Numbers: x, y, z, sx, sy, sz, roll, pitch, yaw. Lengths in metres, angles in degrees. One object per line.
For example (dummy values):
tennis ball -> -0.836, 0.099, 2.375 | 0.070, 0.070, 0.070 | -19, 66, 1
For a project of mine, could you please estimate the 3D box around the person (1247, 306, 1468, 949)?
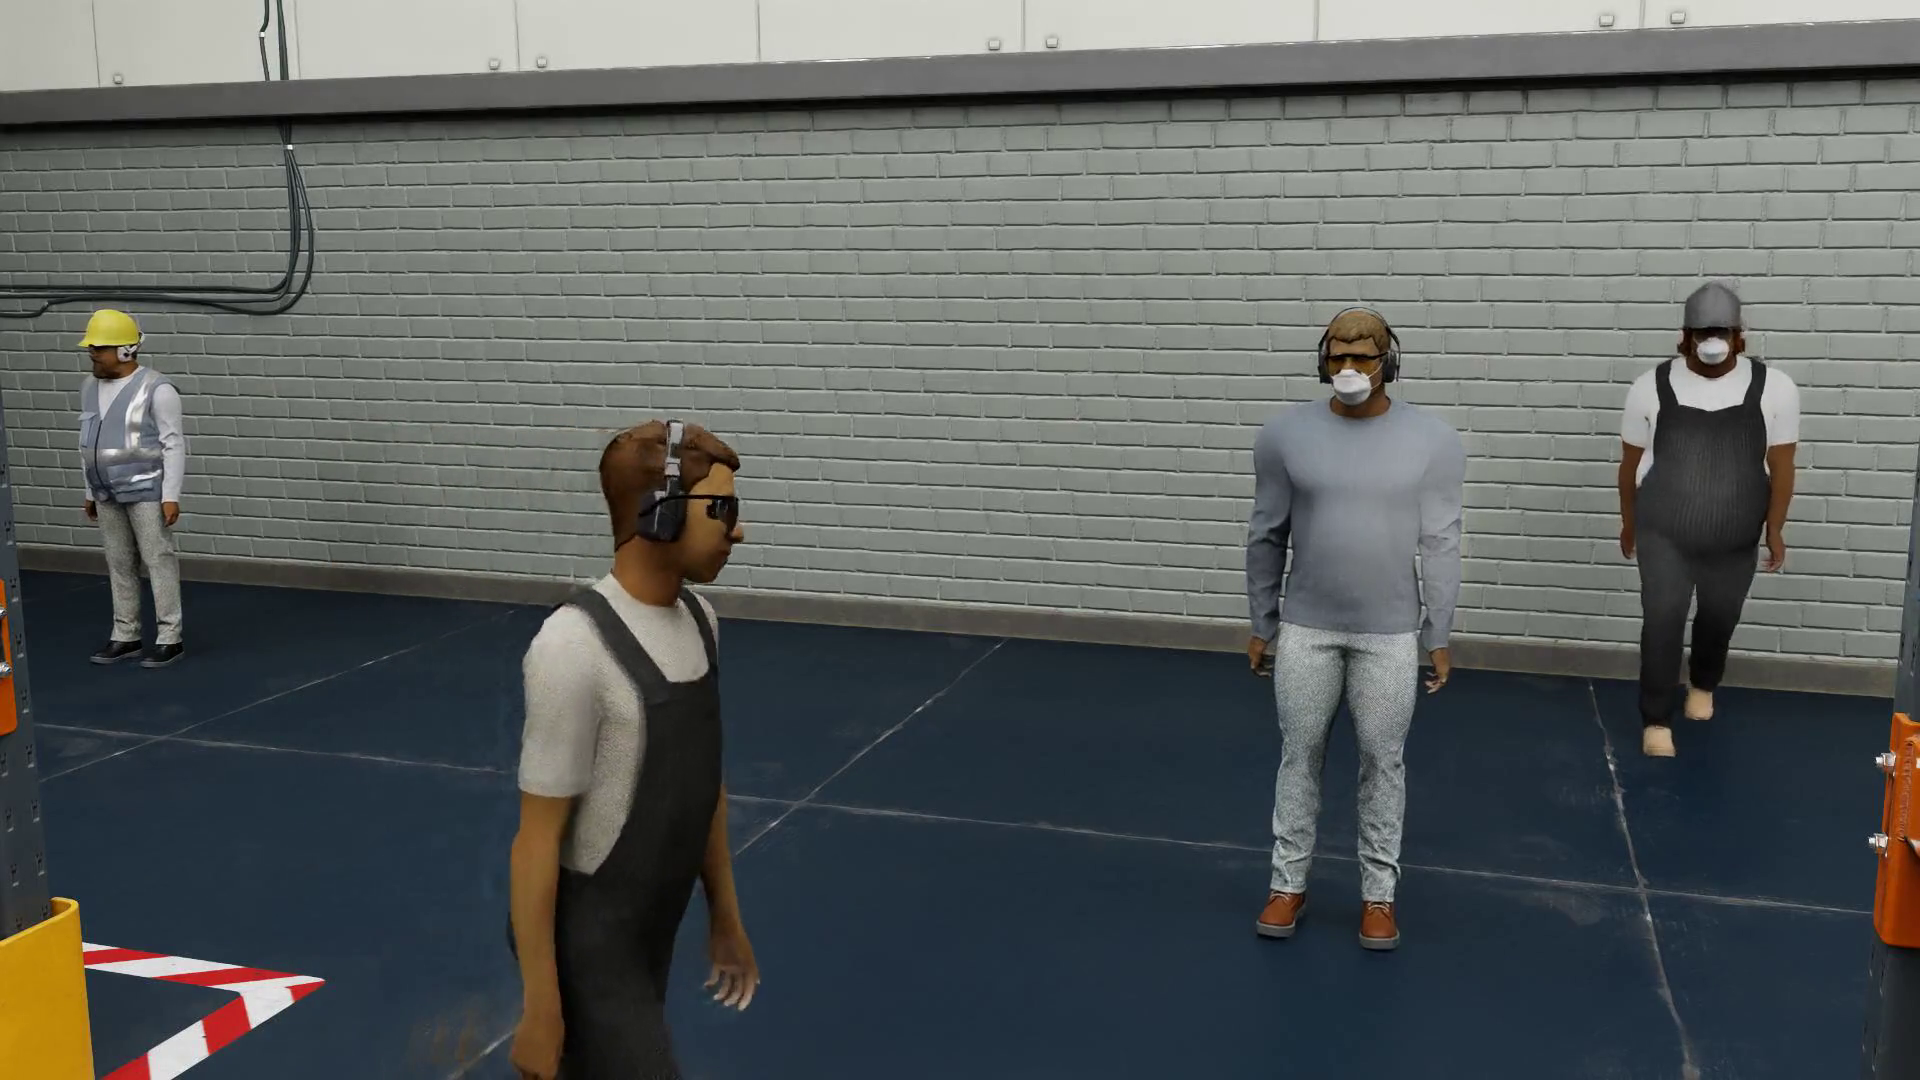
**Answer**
person -> 1.179, 0.271, 5.028 | 0.631, 1.938, 0.362 | 3, 10, 19

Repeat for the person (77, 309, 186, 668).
person -> -4.240, -0.256, 8.489 | 0.595, 1.828, 0.403 | 3, 10, 19

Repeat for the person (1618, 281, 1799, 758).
person -> 3.210, -0.144, 7.199 | 0.686, 2.000, 0.964 | 3, 10, 19

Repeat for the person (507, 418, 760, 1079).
person -> -0.553, 0.703, 2.842 | 0.587, 1.806, 0.551 | 2, 10, 9
